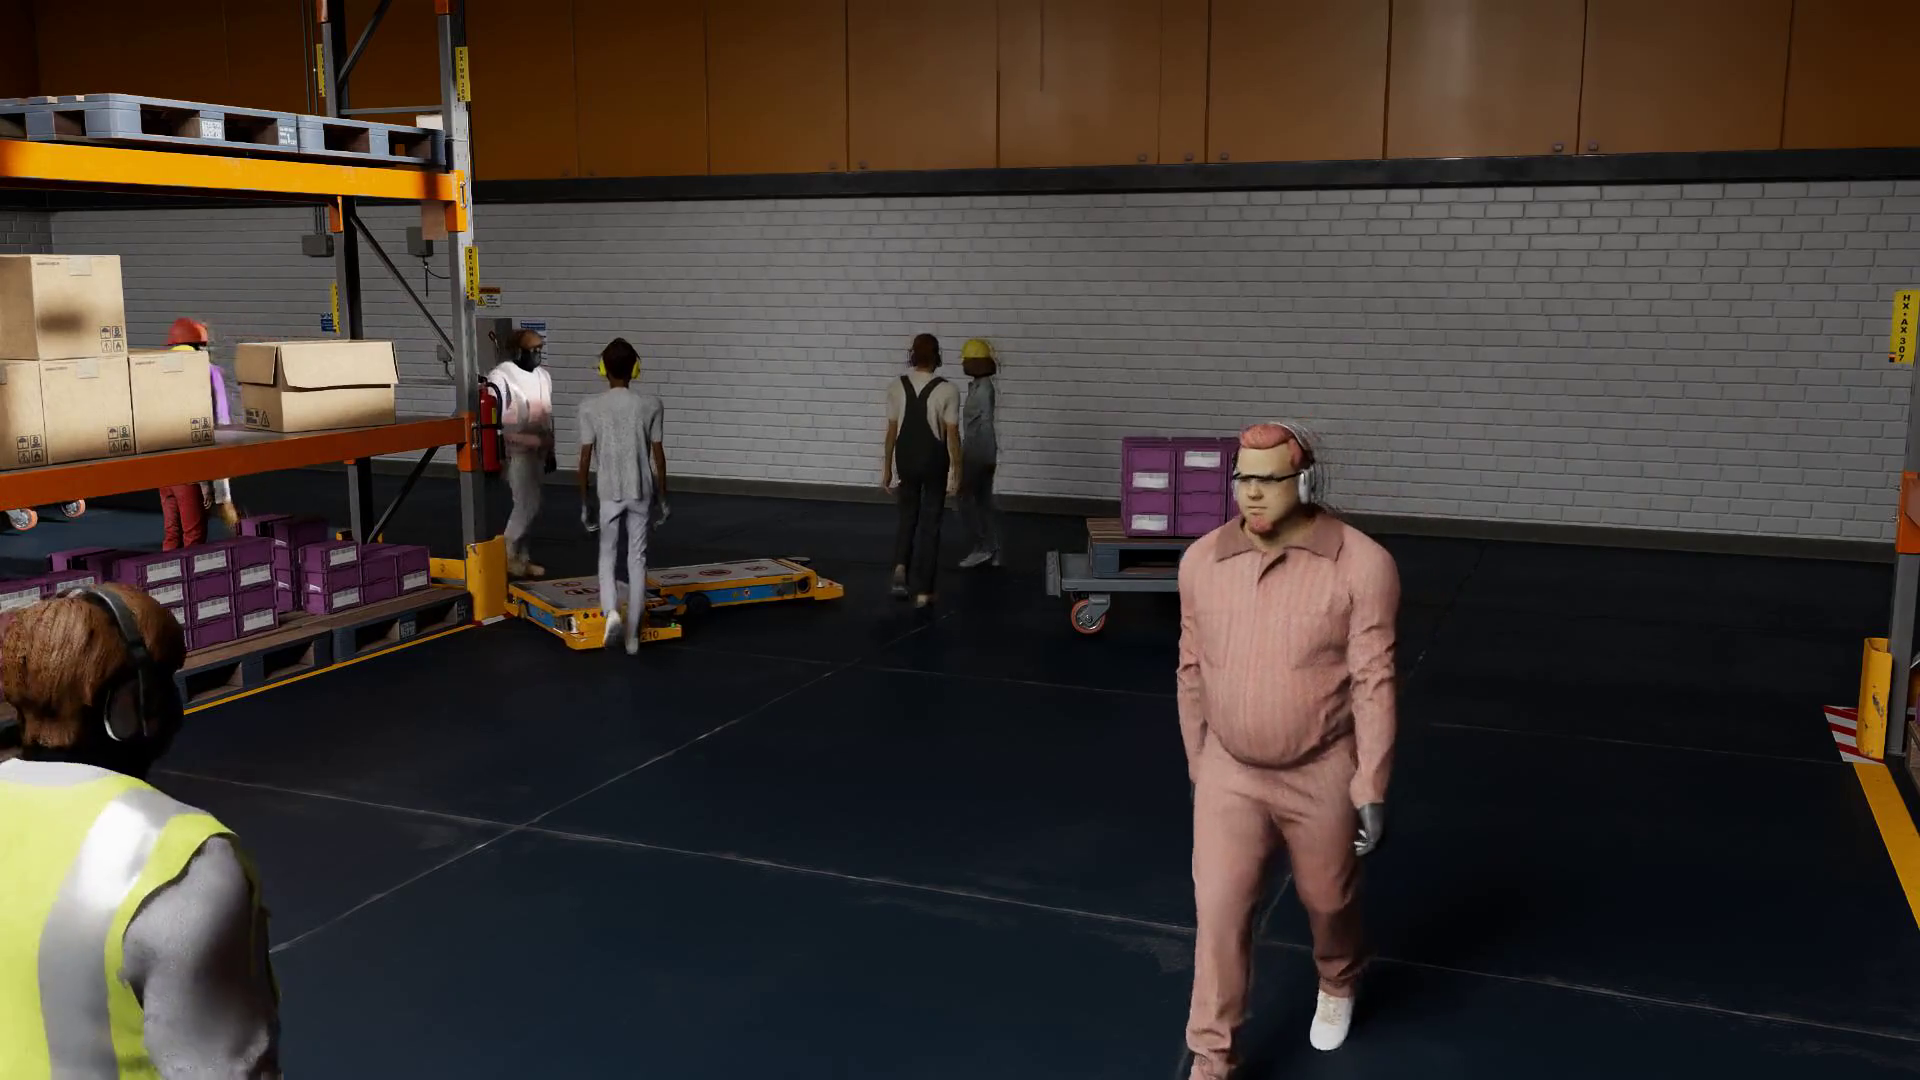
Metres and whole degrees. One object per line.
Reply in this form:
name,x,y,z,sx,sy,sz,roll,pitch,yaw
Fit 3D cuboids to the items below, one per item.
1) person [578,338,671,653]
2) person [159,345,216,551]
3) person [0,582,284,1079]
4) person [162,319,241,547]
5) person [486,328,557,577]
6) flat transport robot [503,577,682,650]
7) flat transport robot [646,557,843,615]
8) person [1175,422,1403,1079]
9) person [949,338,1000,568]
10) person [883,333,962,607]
person,-1.936,-0.242,9.670,0.519,1.856,0.461,-2,10,-11
person,-4.931,-0.357,10.635,0.532,1.767,0.328,6,11,34
person,-1.237,0.972,2.403,0.645,1.823,0.513,5,11,29
person,-5.396,-0.581,11.595,0.947,1.892,0.574,-2,10,-13
person,-3.163,-0.624,12.072,0.449,1.817,0.659,3,10,17
flat transport robot,-2.324,0.427,10.403,0.652,0.197,1.431,-6,11,-32
flat transport robot,-1.568,0.303,11.158,1.431,0.197,0.652,-5,11,-29
person,0.889,0.600,4.547,0.649,1.869,0.958,5,11,27
person,0.108,-0.644,12.487,0.450,1.729,0.489,0,9,2
person,-0.258,-0.450,11.019,0.557,1.823,0.467,3,10,16
